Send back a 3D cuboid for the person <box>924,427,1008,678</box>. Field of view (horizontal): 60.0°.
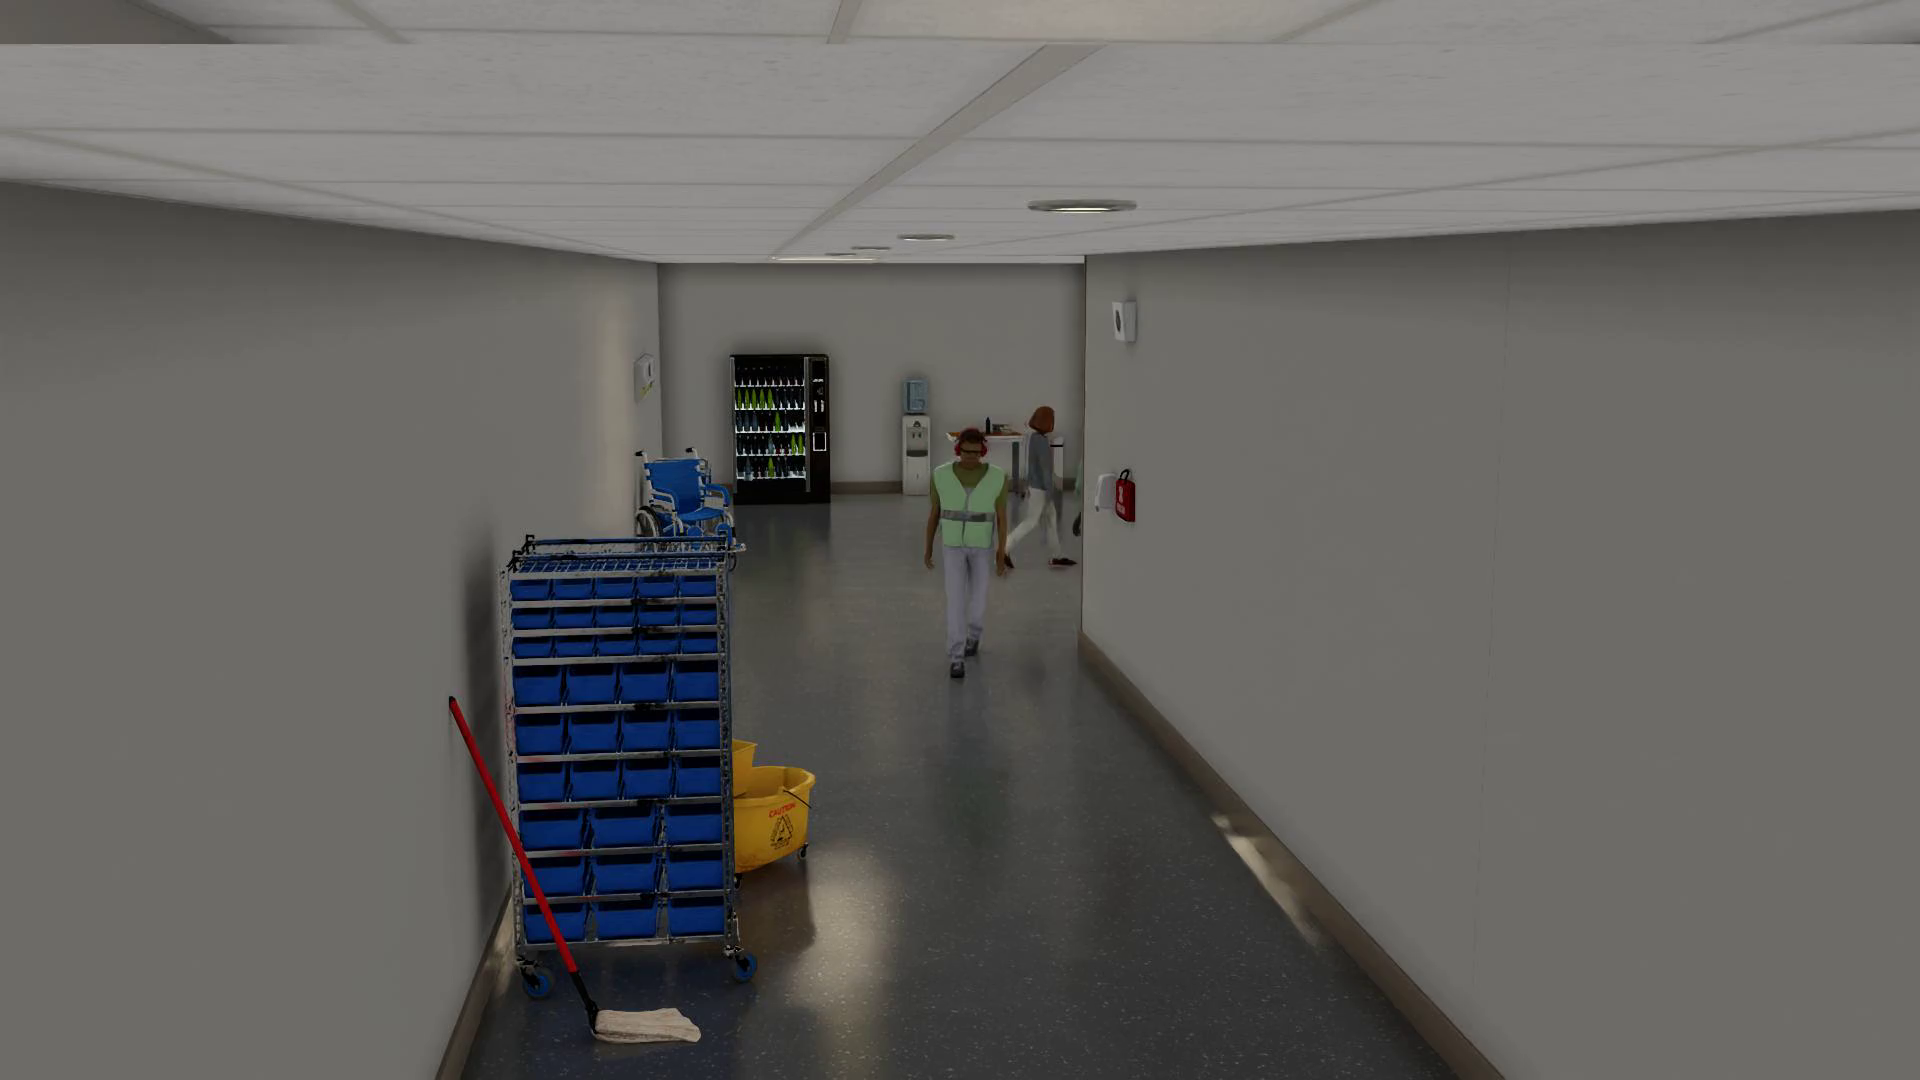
[{"bbox_3d":[0.046,0.049,12.217,0.603,1.793,0.944,0,9,1],"label":"person"}]

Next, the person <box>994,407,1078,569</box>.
[{"bbox_3d":[0.732,-0.510,16.277,0.818,1.601,0.511,-1,9,-7],"label":"person"}]
